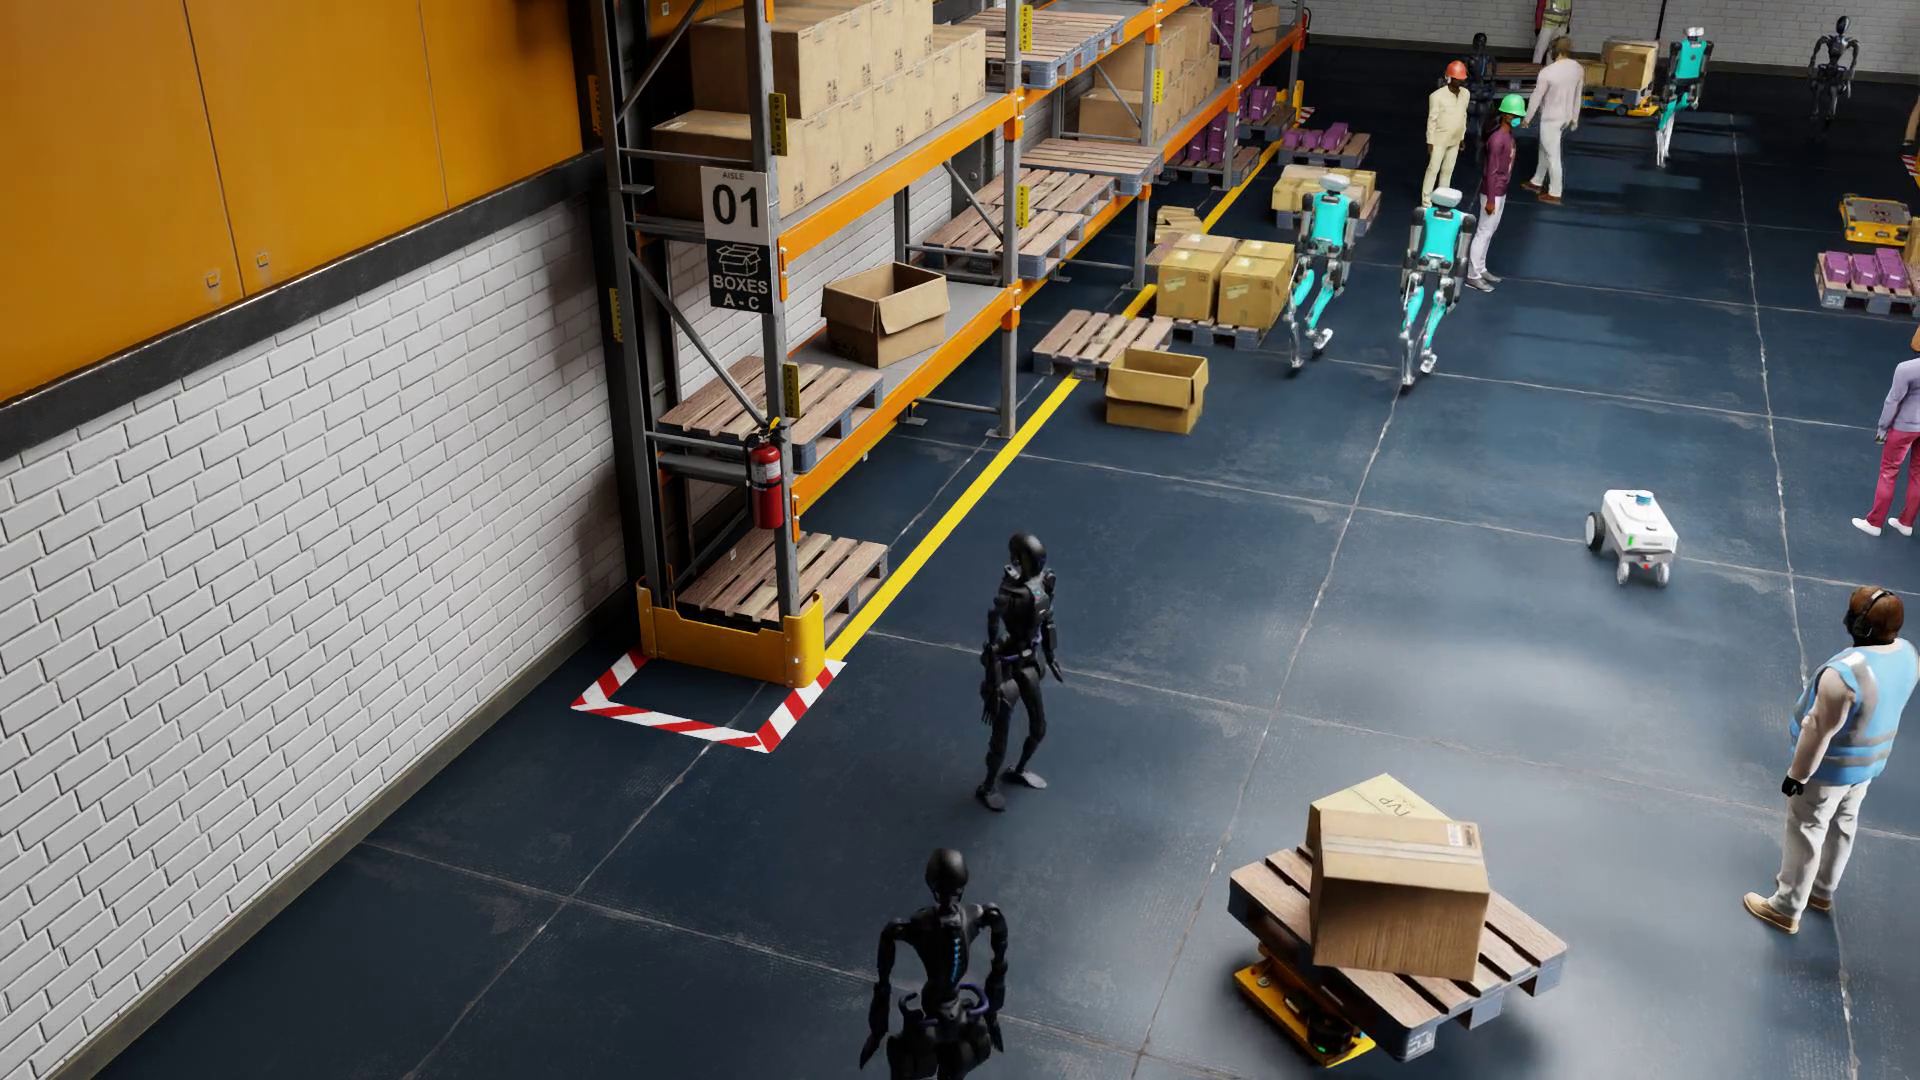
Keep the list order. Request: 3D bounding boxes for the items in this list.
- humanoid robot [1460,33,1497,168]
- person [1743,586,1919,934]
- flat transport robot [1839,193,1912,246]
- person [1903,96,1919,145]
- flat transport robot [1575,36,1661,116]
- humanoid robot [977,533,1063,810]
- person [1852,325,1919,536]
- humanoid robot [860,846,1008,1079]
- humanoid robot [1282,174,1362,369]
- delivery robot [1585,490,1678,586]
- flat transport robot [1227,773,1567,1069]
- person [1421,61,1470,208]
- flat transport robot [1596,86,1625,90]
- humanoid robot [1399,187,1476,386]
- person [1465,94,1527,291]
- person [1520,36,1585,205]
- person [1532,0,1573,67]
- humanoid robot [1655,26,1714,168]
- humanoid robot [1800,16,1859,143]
[{"bbox_3d":[6.493,-5.601,21.104,0.616,1.627,0.722,-8,28,-15],"label":"humanoid robot"},{"bbox_3d":[4.206,1.053,8.007,0.628,1.837,0.429,-15,31,-27],"label":"person"},{"bbox_3d":[10.321,-3.600,18.734,0.659,0.231,1.431,10,29,19],"label":"flat transport robot"},{"bbox_3d":[13.008,-6.099,22.004,0.876,1.705,0.578,-13,30,-24],"label":"person"},{"bbox_3d":[9.322,-6.358,24.084,1.431,0.231,0.659,15,31,27],"label":"flat transport robot"},{"bbox_3d":[0.296,0.684,8.895,0.364,1.645,0.584,21,34,34],"label":"humanoid robot"},{"bbox_3d":[6.745,-0.786,11.792,0.498,1.629,0.288,-2,27,-4],"label":"person"},{"bbox_3d":[-0.112,1.890,6.558,0.600,1.632,0.464,-9,29,-18],"label":"humanoid robot"},{"bbox_3d":[3.117,-2.296,14.579,0.541,1.701,1.027,14,30,25],"label":"humanoid robot"},{"bbox_3d":[4.700,-0.061,11.549,0.499,0.587,0.787,2,27,5],"label":"delivery robot"},{"bbox_3d":[2.067,1.987,7.897,1.431,0.231,0.659,-15,31,-27],"label":"flat transport robot"},{"bbox_3d":[5.579,-4.600,19.051,0.571,1.750,0.329,-13,30,-24],"label":"person"},{"bbox_3d":[9.698,-6.766,24.875,0.659,0.231,1.431,5,28,9],"label":"flat transport robot"},{"bbox_3d":[3.997,-2.083,14.192,0.552,1.741,1.006,12,30,22],"label":"humanoid robot"},{"bbox_3d":[5.369,-3.499,16.706,0.422,1.947,0.498,15,31,26],"label":"person"},{"bbox_3d":[6.909,-4.959,19.577,0.633,1.904,0.841,-16,32,-29],"label":"person"},{"bbox_3d":[8.959,-7.770,25.106,0.632,1.841,0.429,-9,29,-18],"label":"person"},{"bbox_3d":[9.078,-5.643,21.126,0.541,1.803,0.827,-1,27,-2],"label":"humanoid robot"},{"bbox_3d":[11.493,-6.086,22.012,0.609,1.646,0.336,14,31,26],"label":"humanoid robot"}]
